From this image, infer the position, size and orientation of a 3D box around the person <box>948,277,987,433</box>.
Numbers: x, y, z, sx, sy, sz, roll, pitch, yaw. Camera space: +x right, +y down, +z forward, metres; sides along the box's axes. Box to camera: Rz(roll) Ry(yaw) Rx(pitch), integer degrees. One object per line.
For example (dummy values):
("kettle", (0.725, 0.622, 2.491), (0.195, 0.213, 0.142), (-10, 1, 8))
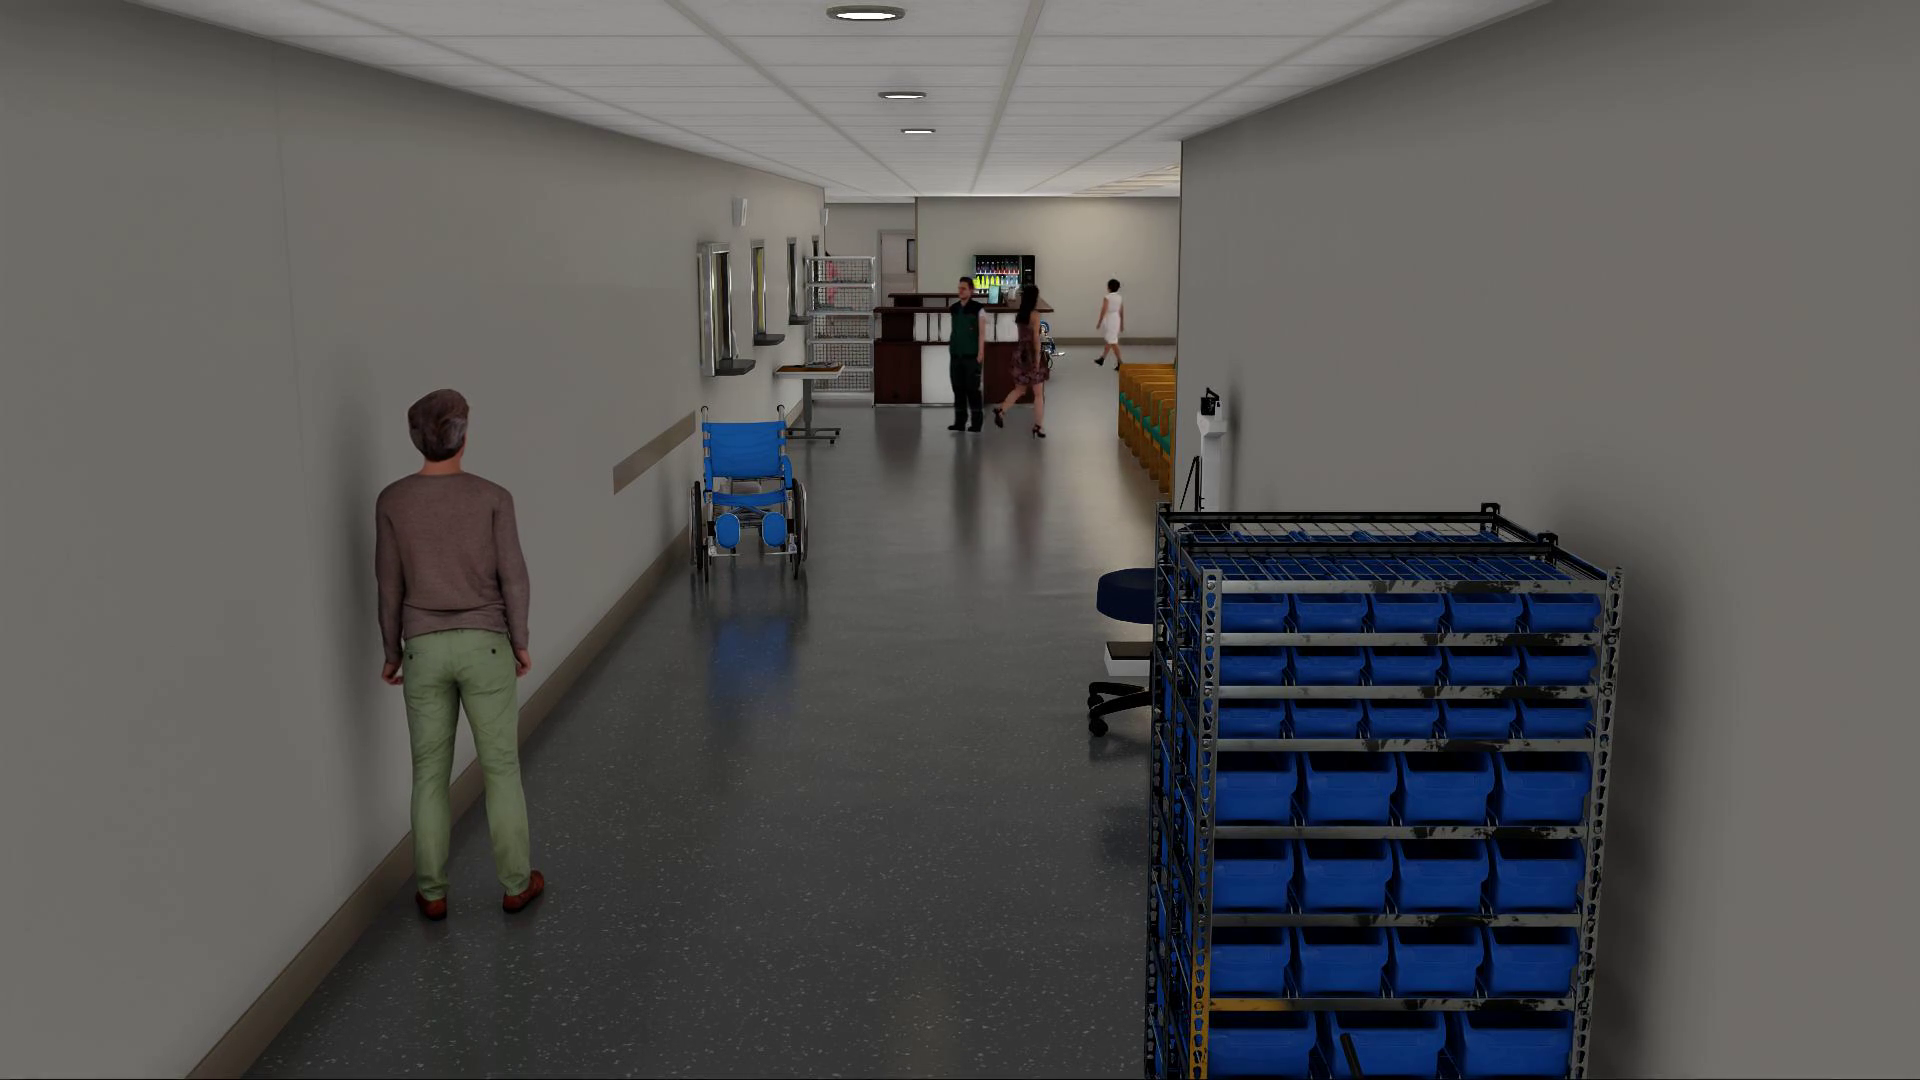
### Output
("person", (0.080, -2.194, 19.677), (0.679, 1.840, 0.782), (7, 13, 32))

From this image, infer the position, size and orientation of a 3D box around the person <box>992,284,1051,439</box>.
("person", (0.704, -1.999, 18.896), (1.054, 1.748, 0.989), (-8, 14, -38))

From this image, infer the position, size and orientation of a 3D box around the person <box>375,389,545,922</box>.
("person", (-1.773, 0.409, 5.865), (0.602, 1.876, 0.781), (-2, 11, -10))

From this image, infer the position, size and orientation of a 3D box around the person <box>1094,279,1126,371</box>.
("person", (2.592, -3.552, 27.719), (1.013, 1.510, 1.004), (-8, 14, -38))
